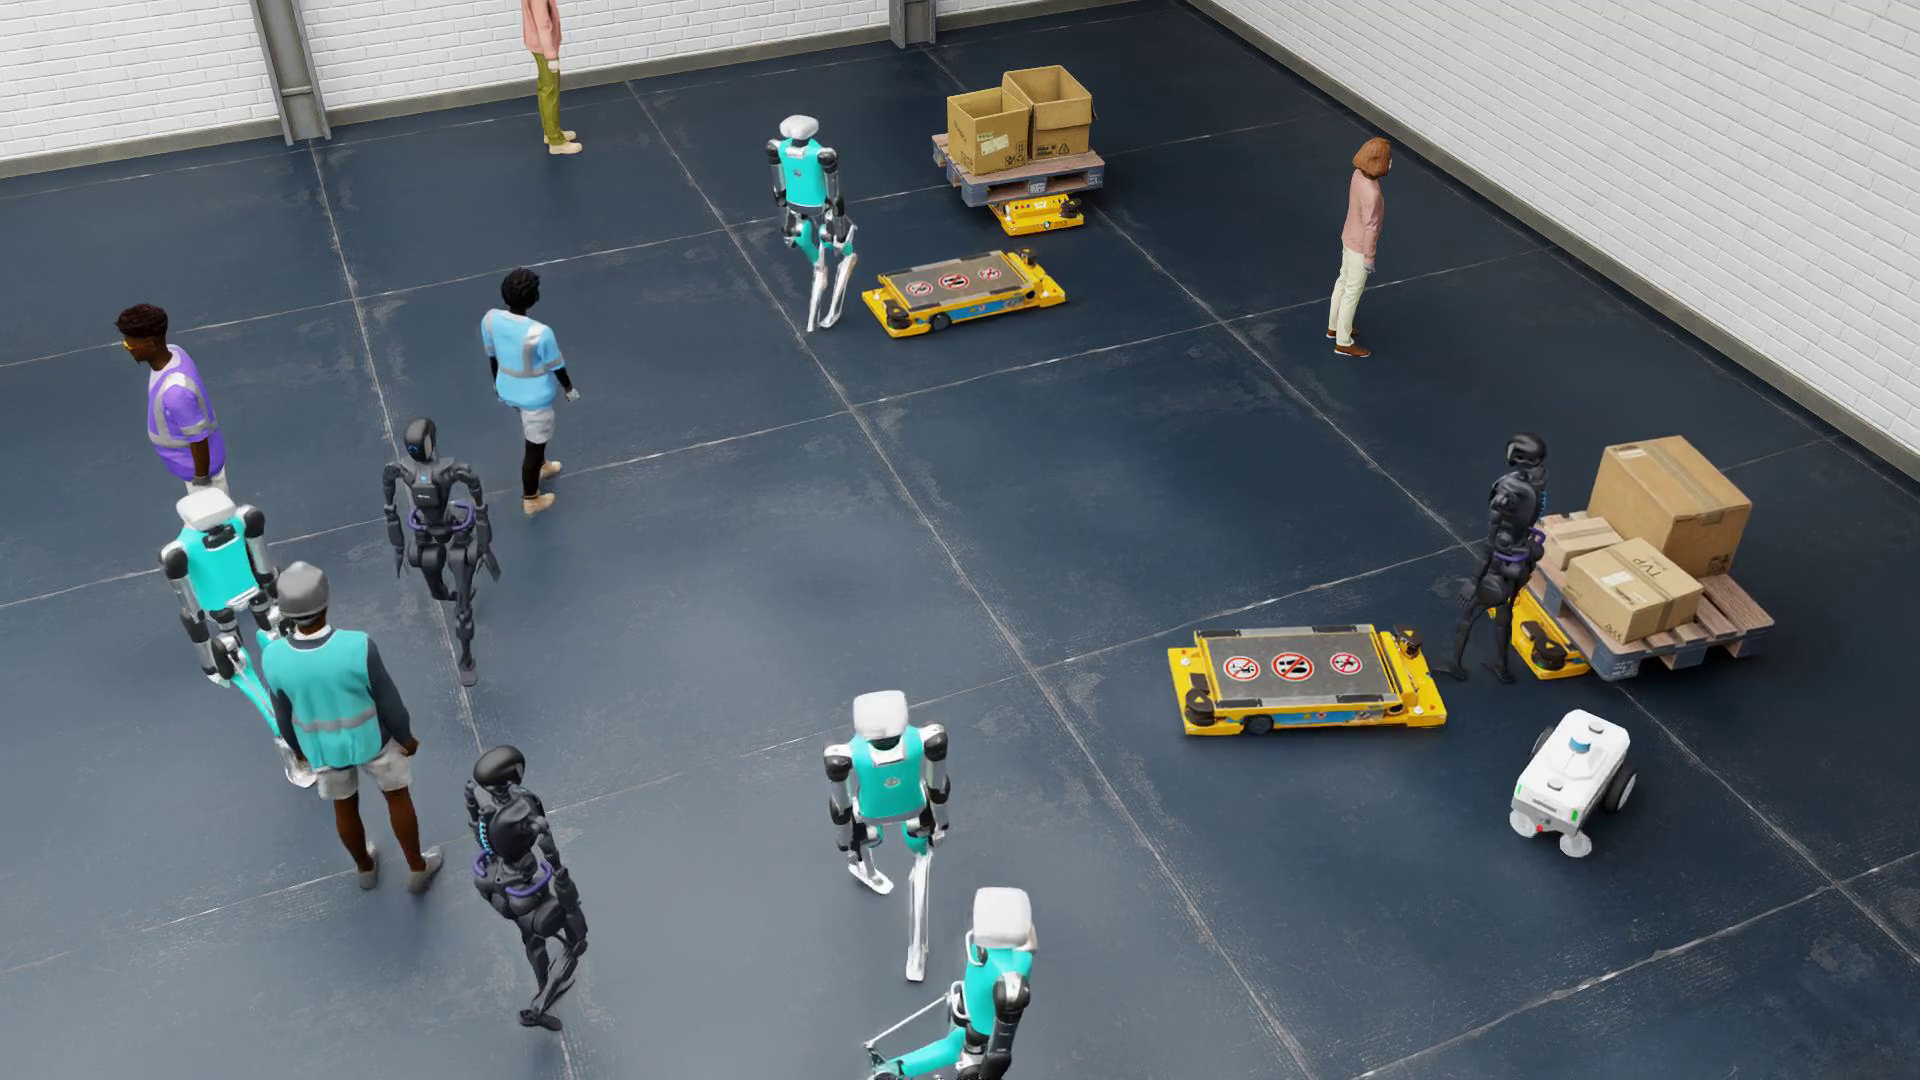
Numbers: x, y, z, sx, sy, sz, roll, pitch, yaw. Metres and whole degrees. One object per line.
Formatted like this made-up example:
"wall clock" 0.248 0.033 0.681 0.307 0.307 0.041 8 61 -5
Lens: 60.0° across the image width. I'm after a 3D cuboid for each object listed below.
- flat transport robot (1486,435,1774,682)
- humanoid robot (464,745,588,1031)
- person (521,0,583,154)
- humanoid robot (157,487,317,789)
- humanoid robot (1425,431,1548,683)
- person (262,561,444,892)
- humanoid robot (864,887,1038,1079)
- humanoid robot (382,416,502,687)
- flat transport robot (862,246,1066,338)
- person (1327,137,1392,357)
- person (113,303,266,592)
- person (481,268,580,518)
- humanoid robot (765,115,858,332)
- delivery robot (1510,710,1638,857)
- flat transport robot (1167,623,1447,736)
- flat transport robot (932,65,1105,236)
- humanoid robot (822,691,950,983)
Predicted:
"flat transport robot" 3.877 0.438 9.703 1.431 0.231 0.659 -9 38 -11
"humanoid robot" -1.909 1.510 7.157 0.588 1.647 0.431 22 43 26
"person" -3.637 -4.317 14.607 0.356 1.835 0.525 -12 39 -15
"humanoid robot" -3.449 0.603 8.329 0.666 1.843 0.531 24 44 28
"humanoid robot" 2.911 0.112 8.970 0.435 1.646 0.598 29 46 33
"person" -2.838 0.916 7.712 0.580 1.937 0.434 -5 38 -6
"humanoid robot" -0.066 2.012 6.457 0.882 1.773 0.545 -4 38 -6
"humanoid robot" -2.839 -0.021 9.180 0.591 1.640 0.741 -1 38 -2
"flat transport robot" 0.027 -1.905 12.753 1.431 0.231 0.659 -14 40 -18
"person" 2.867 -2.100 11.885 0.285 1.633 0.499 -1 38 -2
"person" -4.380 -0.473 9.497 0.361 1.963 0.613 -17 41 -21
"person" -2.631 -0.944 10.354 0.540 1.666 0.658 21 42 25
"humanoid robot" -0.997 -2.305 12.089 0.538 1.803 0.748 13 39 17
"delivery robot" 3.126 1.205 8.479 0.513 0.605 0.776 26 45 30
"flat transport robot" 1.919 0.777 9.262 1.431 0.231 0.659 -2 38 -3
"flat transport robot" 0.498 -3.027 14.214 0.659 0.231 1.431 -12 39 -15
"humanoid robot" -0.371 1.152 7.604 0.562 1.759 0.946 -8 38 -10
